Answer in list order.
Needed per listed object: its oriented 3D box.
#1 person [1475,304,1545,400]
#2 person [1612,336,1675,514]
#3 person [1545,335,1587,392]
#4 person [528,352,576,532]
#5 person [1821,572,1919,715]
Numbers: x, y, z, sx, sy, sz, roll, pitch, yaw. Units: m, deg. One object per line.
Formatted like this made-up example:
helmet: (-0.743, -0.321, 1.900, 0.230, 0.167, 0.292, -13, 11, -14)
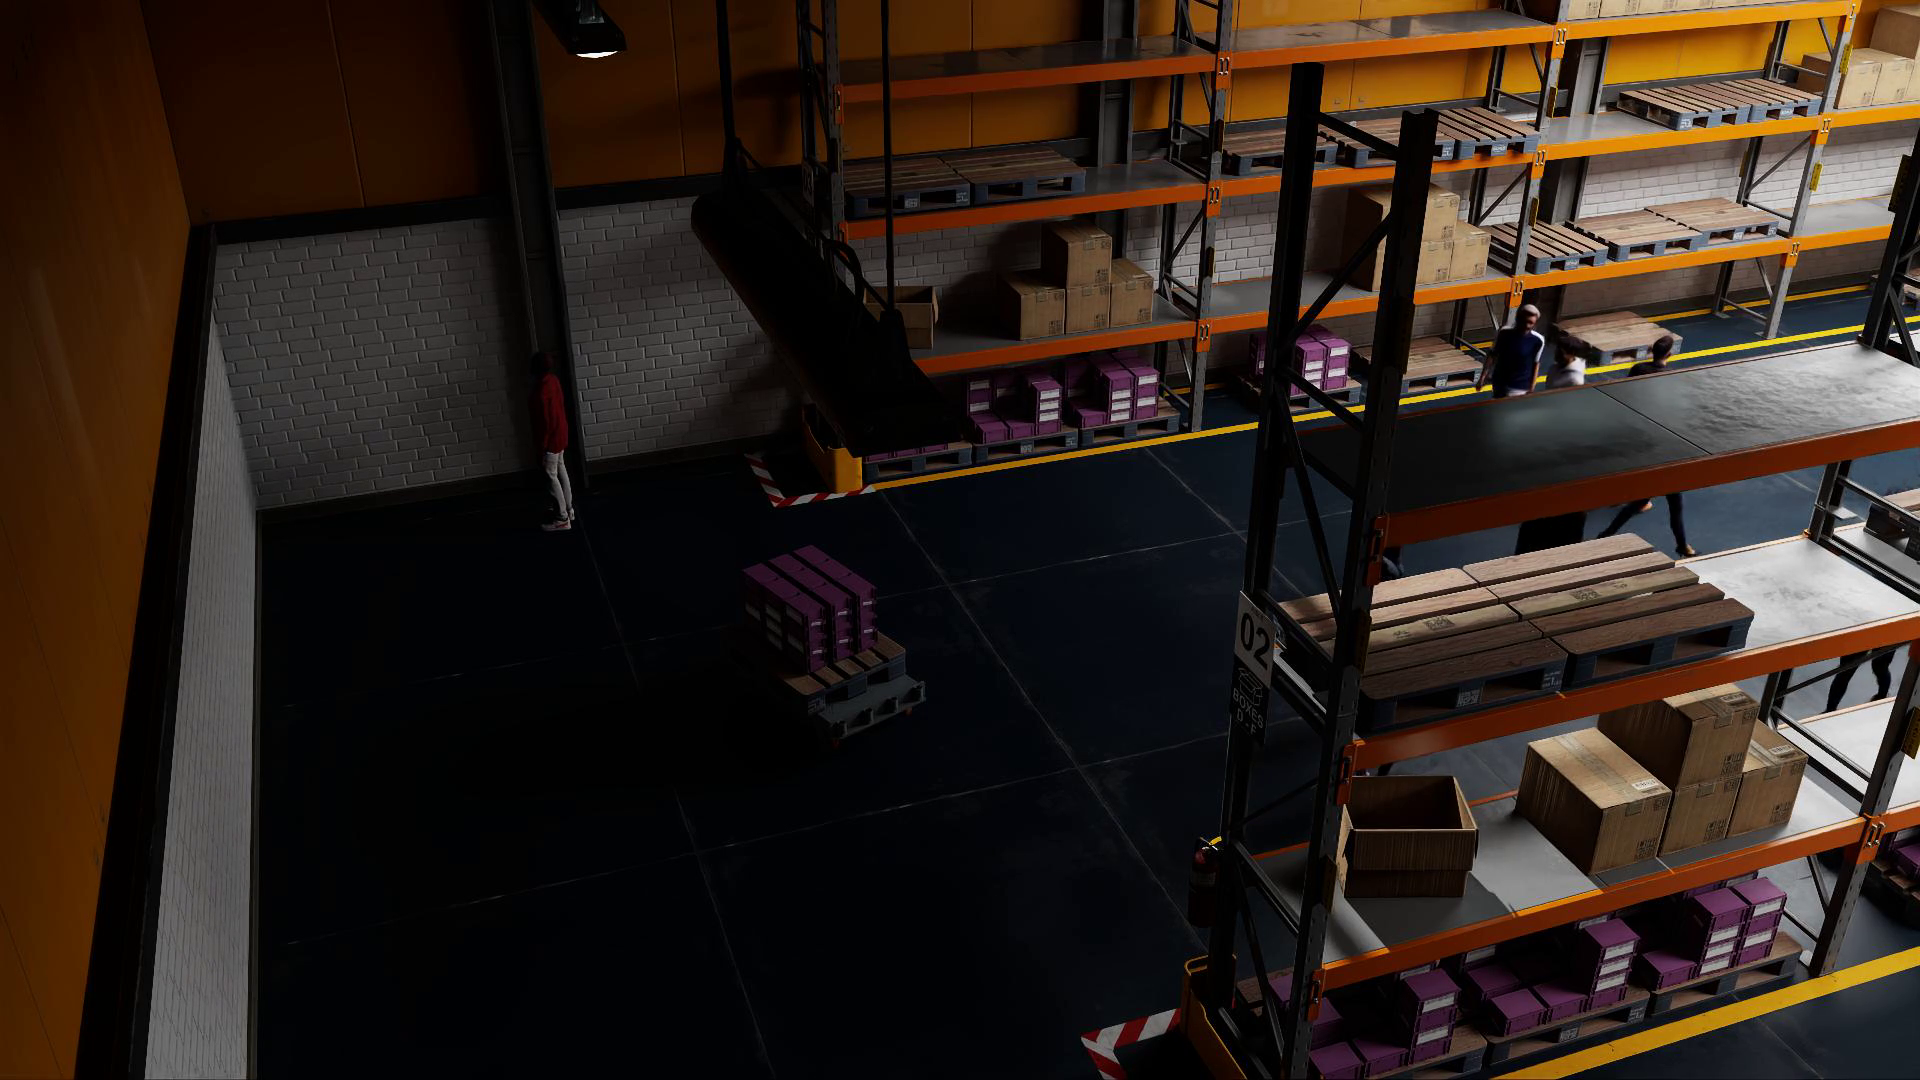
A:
person: (5.753, -1.624, 17.267, 1.062, 1.776, 1.286, 25, 37, 38)
person: (6.731, -1.137, 16.313, 0.734, 1.836, 0.741, 19, 34, 31)
person: (5.882, -1.102, 16.164, 0.784, 1.916, 0.718, -5, 29, -9)
person: (-3.941, -0.974, 16.030, 0.739, 1.820, 0.748, 3, 29, 5)
person: (7.282, 0.759, 13.114, 1.101, 1.570, 0.681, -14, 32, -24)
